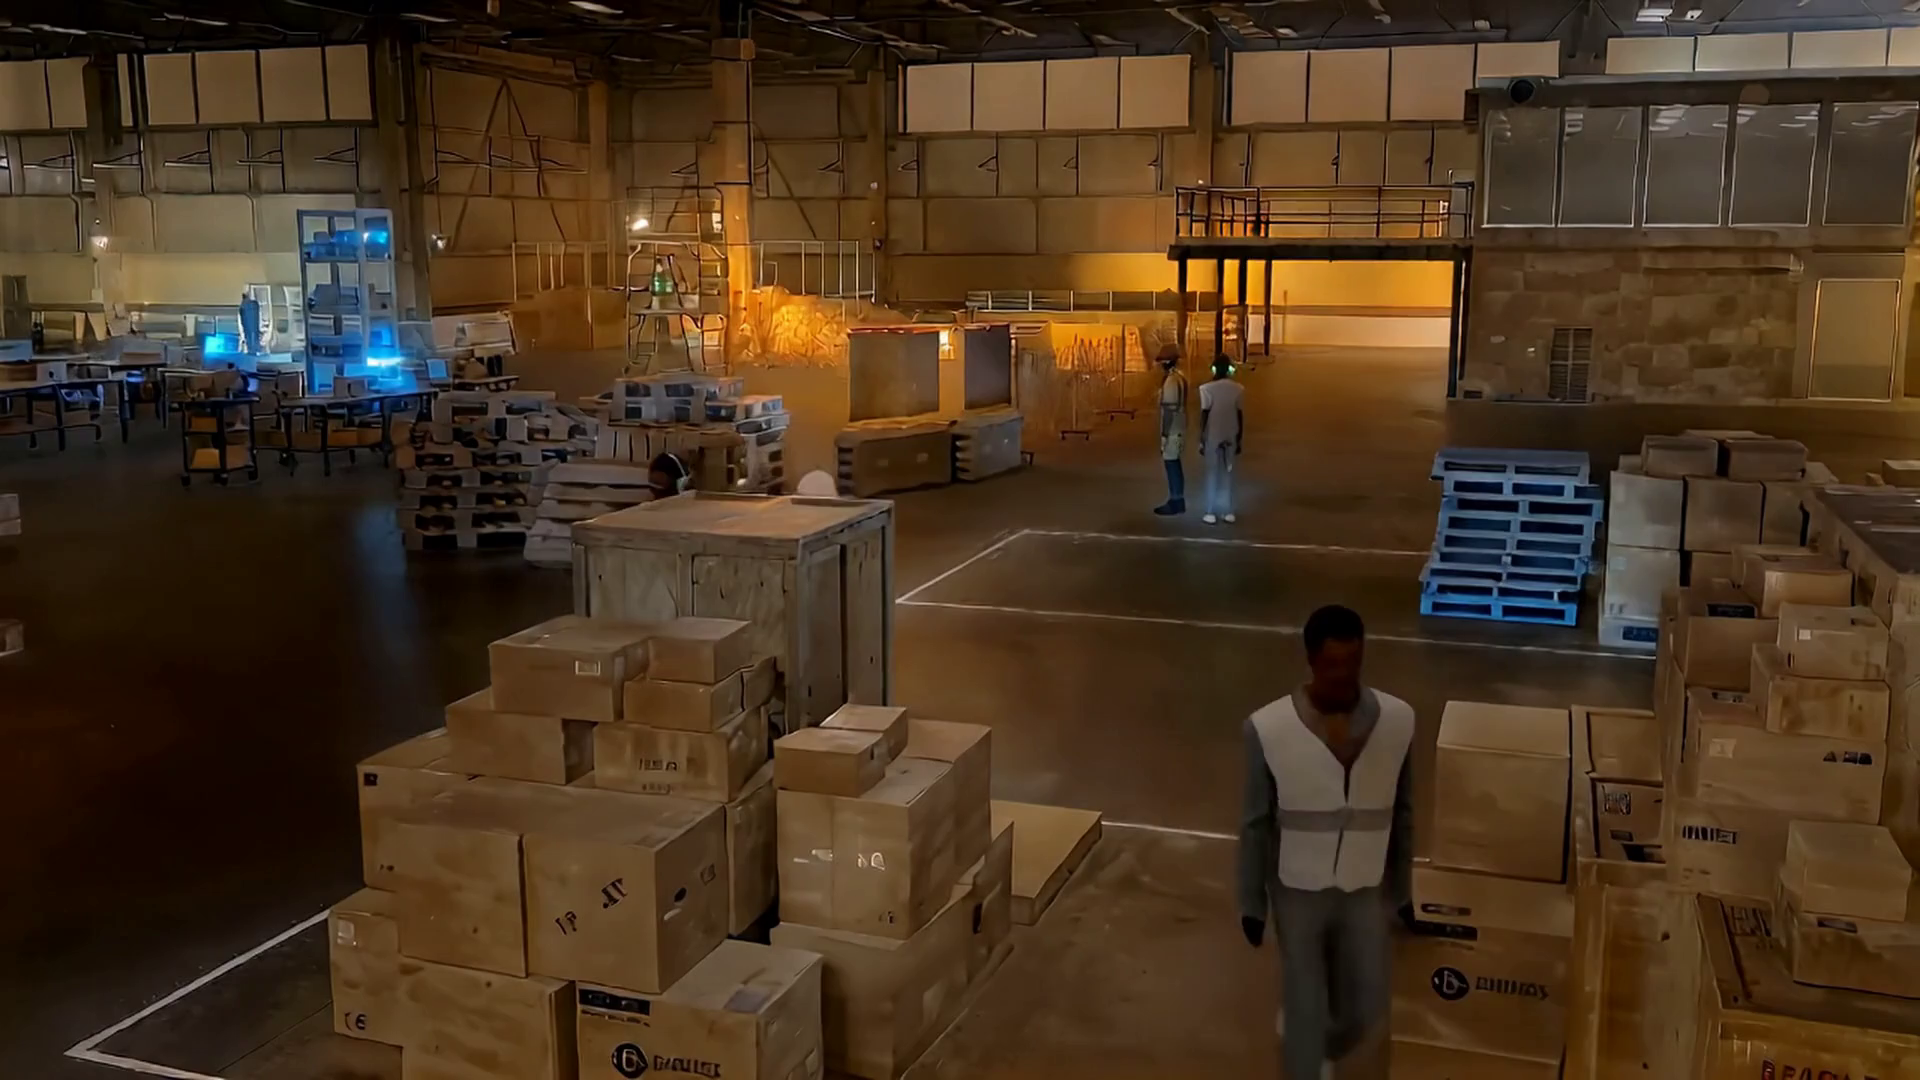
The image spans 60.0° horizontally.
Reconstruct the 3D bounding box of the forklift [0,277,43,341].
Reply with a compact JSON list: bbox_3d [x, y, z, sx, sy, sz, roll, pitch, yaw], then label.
[{"bbox_3d":[-27.151,-6.329,46.328,1.157,1.987,2.680,3,11,17],"label":"forklift"}]

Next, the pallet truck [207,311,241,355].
[{"bbox_3d":[-19.537,-5.575,44.913,0.653,1.274,1.630,3,11,19],"label":"pallet truck"}]

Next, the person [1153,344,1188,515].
[{"bbox_3d":[2.372,-1.241,18.763,0.385,1.930,0.539,4,11,19],"label":"person"}]

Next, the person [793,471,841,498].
[{"bbox_3d":[-0.806,0.466,9.634,0.557,1.746,0.552,-4,11,-22],"label":"person"}]

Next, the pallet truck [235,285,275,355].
[{"bbox_3d":[-18.327,-5.835,44.421,0.823,1.965,1.885,4,11,23],"label":"pallet truck"}]

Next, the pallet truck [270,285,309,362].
[{"bbox_3d":[-17.147,-5.700,43.663,0.823,1.965,1.885,3,11,17],"label":"pallet truck"}]

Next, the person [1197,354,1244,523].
[{"bbox_3d":[2.847,-1.103,18.182,0.513,1.858,0.356,-1,10,-4],"label":"person"}]

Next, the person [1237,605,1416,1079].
[{"bbox_3d":[1.183,1.123,5.494,0.595,1.907,0.599,-2,10,-12],"label":"person"}]

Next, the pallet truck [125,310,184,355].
[{"bbox_3d":[-22.038,-5.665,45.457,0.704,1.261,1.522,3,11,17],"label":"pallet truck"}]

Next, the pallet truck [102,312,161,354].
[{"bbox_3d":[-23.057,-5.777,46.261,0.680,1.201,1.601,3,11,19],"label":"pallet truck"}]

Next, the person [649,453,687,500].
[{"bbox_3d":[-1.672,0.410,9.666,0.541,1.847,0.387,9,13,40],"label":"person"}]

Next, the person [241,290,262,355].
[{"bbox_3d":[-17.935,-5.366,42.033,0.402,1.911,0.638,1,10,7],"label":"person"}]

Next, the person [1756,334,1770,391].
[{"bbox_3d":[15.515,-3.478,32.148,0.282,1.633,0.500,-2,10,-14],"label":"person"}]
